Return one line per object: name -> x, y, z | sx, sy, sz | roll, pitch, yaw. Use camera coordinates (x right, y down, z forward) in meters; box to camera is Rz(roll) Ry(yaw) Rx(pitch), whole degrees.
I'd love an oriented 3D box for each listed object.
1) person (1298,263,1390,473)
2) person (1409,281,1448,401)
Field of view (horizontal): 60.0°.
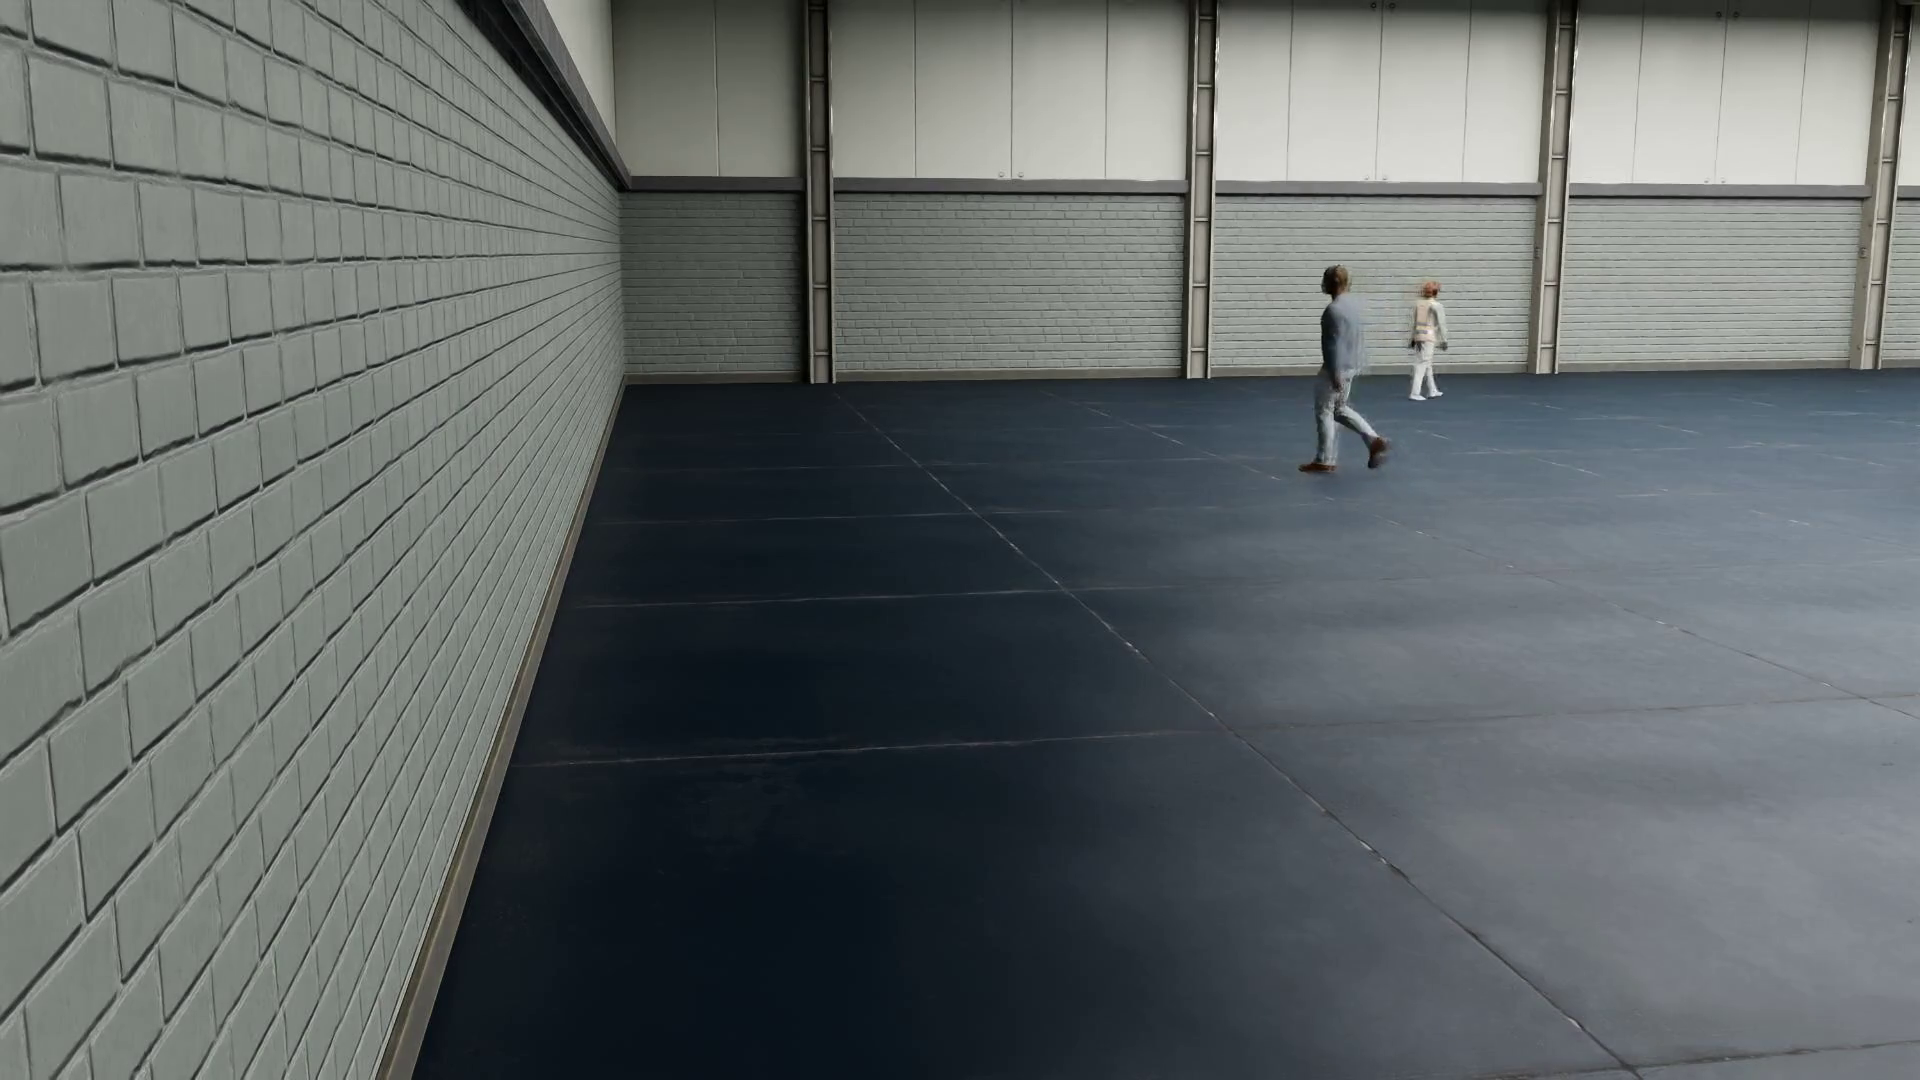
person -> 3.496, -1.538, 15.067 | 0.708, 1.918, 0.635 | 6, 11, 30
person -> 6.424, -2.699, 22.621 | 0.782, 1.603, 0.539 | -4, 11, -23
